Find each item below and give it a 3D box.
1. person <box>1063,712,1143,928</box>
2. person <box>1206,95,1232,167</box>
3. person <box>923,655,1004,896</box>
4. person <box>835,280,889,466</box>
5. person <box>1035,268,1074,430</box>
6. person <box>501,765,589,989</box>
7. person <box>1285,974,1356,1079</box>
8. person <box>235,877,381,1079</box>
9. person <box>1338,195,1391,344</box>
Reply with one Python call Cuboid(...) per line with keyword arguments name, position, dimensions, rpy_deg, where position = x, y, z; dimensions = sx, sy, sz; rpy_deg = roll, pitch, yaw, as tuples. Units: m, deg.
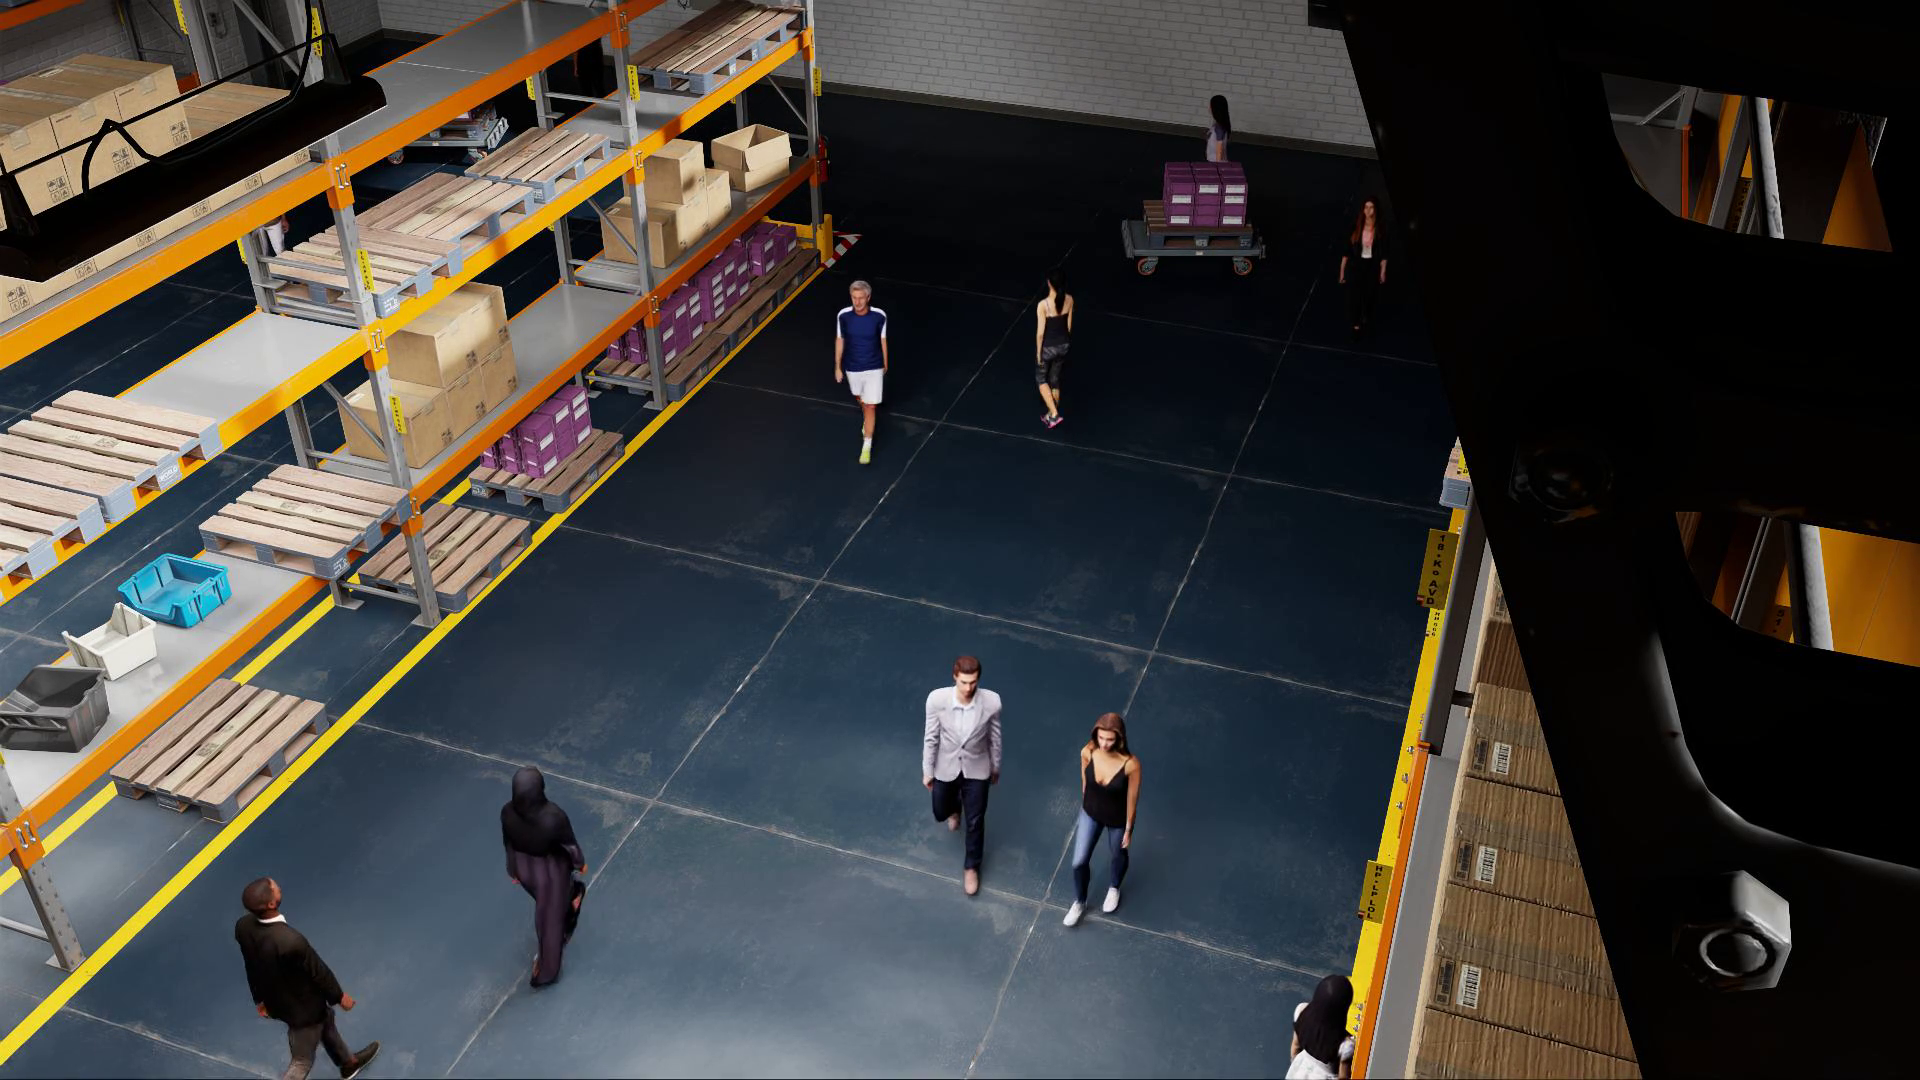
Cuboid(name="person", position=(1.003, 1.760, 10.937), dimensions=(0.585, 1.703, 0.720), rpy_deg=(12, 36, 18))
Cuboid(name="person", position=(3.258, -4.668, 20.621), dimensions=(0.812, 1.688, 0.935), rpy_deg=(3, 34, 4))
Cuboid(name="person", position=(0.017, 1.485, 11.232), dimensions=(0.835, 1.834, 1.043), rpy_deg=(3, 34, 4))
Cuboid(name="person", position=(-0.924, -1.708, 16.079), dimensions=(0.846, 1.786, 1.254), rpy_deg=(4, 34, 5))
Cuboid(name="person", position=(0.959, -1.824, 16.318), dimensions=(0.783, 1.715, 0.849), rpy_deg=(-13, 36, -19))
Cuboid(name="person", position=(-2.665, 2.117, 10.487), dimensions=(0.669, 1.605, 1.098), rpy_deg=(8, 34, 12))
Cuboid(name="person", position=(1.928, 3.009, 8.998), dimensions=(0.809, 1.769, 0.778), rpy_deg=(-23, 40, -30))
Cuboid(name="person", position=(-3.847, 2.704, 9.462), dimensions=(0.848, 1.762, 1.248), rpy_deg=(21, 39, 28))
Cuboid(name="person", position=(4.420, -2.977, 18.065), dimensions=(0.642, 1.701, 0.612), rpy_deg=(13, 36, 18))
